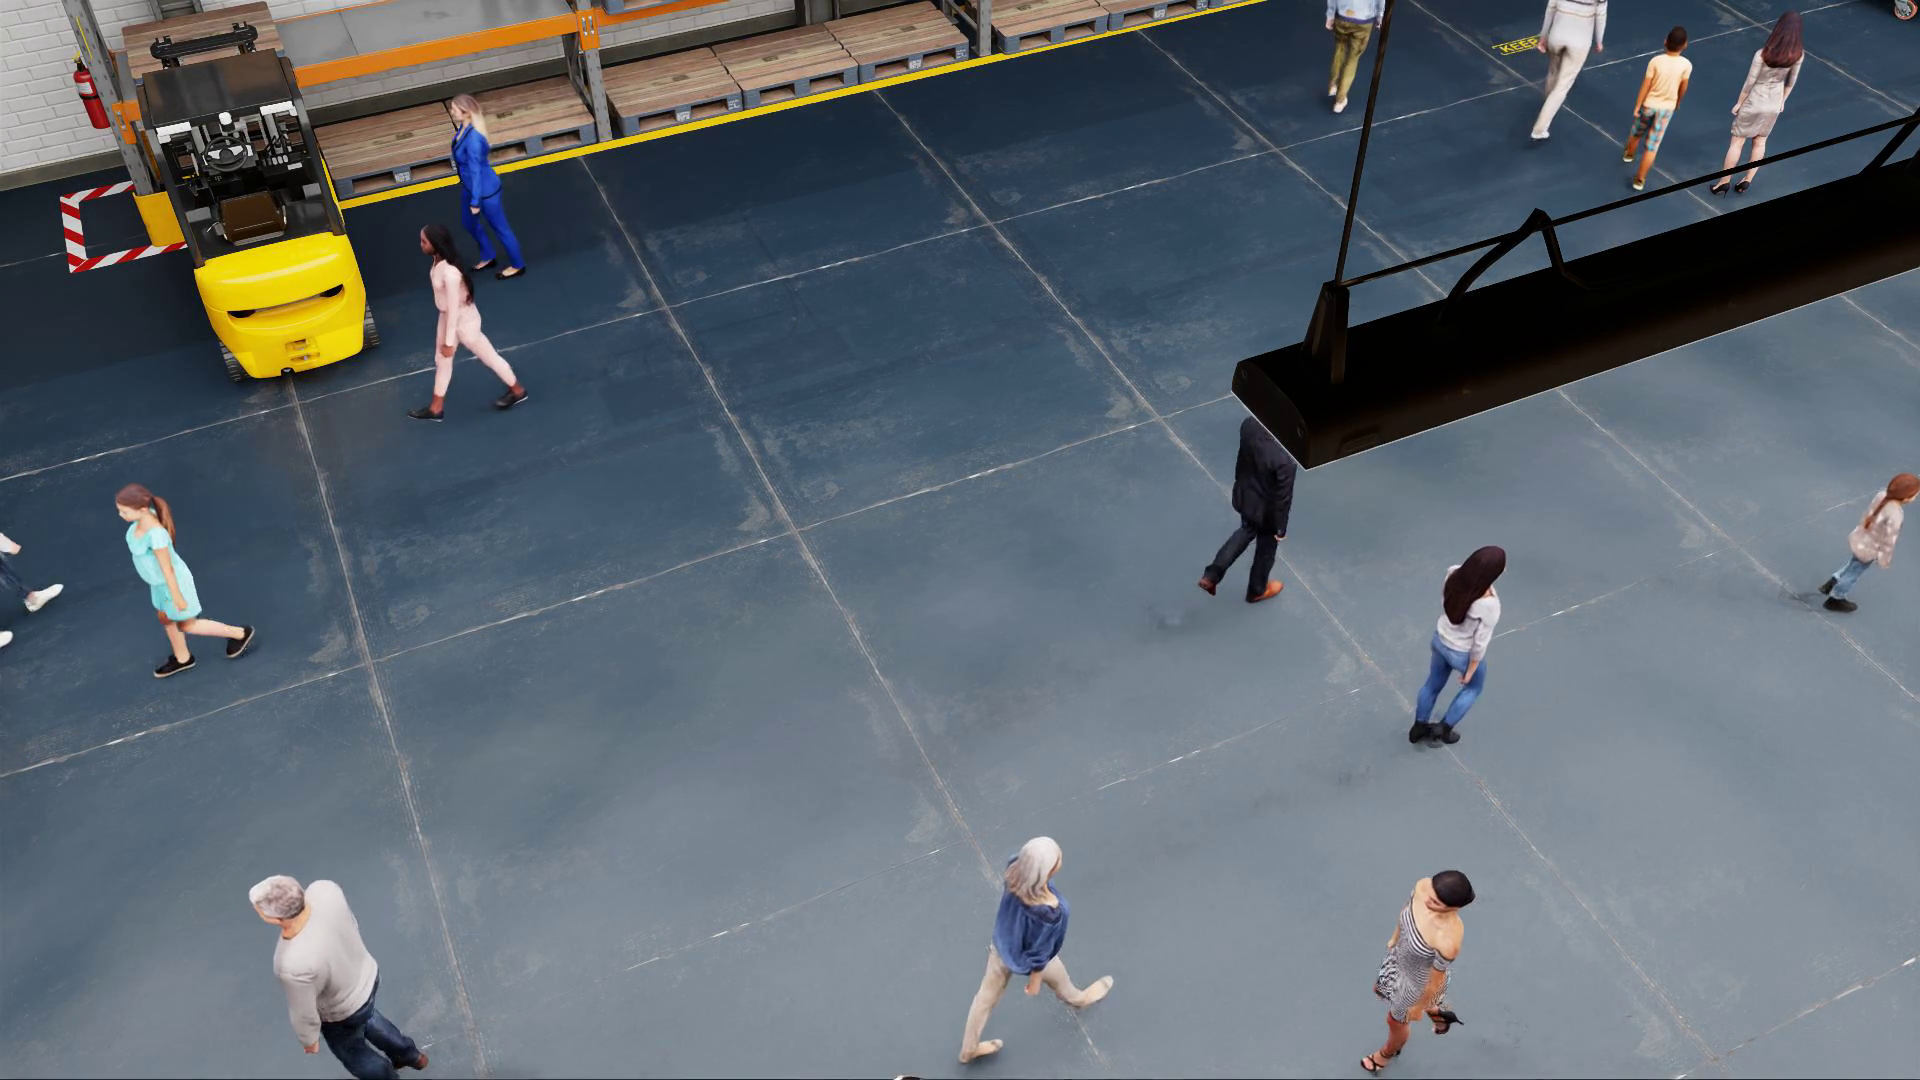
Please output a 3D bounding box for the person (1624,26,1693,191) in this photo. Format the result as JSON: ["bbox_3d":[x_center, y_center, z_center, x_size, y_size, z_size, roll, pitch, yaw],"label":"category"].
[{"bbox_3d":[6.195,-3.810,14.789,0.887,1.438,0.960,16,46,16],"label":"person"}]

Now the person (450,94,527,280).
[{"bbox_3d":[-3.814,-2.886,13.639,0.662,1.687,0.626,-20,47,-19],"label":"person"}]

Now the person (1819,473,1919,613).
[{"bbox_3d":[5.935,0.014,10.957,0.619,1.188,0.581,7,44,7],"label":"person"}]

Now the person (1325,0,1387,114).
[{"bbox_3d":[3.688,-4.868,15.641,0.848,1.794,0.899,21,47,20],"label":"person"}]

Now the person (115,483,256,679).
[{"bbox_3d":[-4.914,0.239,10.461,0.917,1.547,0.622,-24,49,-23],"label":"person"}]

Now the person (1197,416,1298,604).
[{"bbox_3d":[1.884,-0.218,10.762,0.913,1.792,0.737,-23,48,-22],"label":"person"}]

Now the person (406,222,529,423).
[{"bbox_3d":[-3.594,-1.600,12.301,1.140,1.670,0.694,-22,48,-21],"label":"person"}]

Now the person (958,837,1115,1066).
[{"bbox_3d":[0.253,2.131,8.412,1.193,1.633,0.723,-23,48,-22],"label":"person"}]

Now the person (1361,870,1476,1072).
[{"bbox_3d":[2.356,2.153,8.262,0.861,1.809,0.749,-3,44,-3],"label":"person"}]

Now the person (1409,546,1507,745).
[{"bbox_3d":[2.907,0.673,9.951,0.594,1.621,0.619,-22,48,-21],"label":"person"}]

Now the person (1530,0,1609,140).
[{"bbox_3d":[5.574,-4.551,15.293,1.037,1.817,1.296,29,51,27],"label":"person"}]

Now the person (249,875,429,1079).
[{"bbox_3d":[-2.954,2.212,8.139,0.881,1.893,0.872,2,44,2],"label":"person"}]

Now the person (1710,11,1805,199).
[{"bbox_3d":[6.997,-3.789,14.544,0.569,1.747,0.713,-2,44,-2],"label":"person"}]
